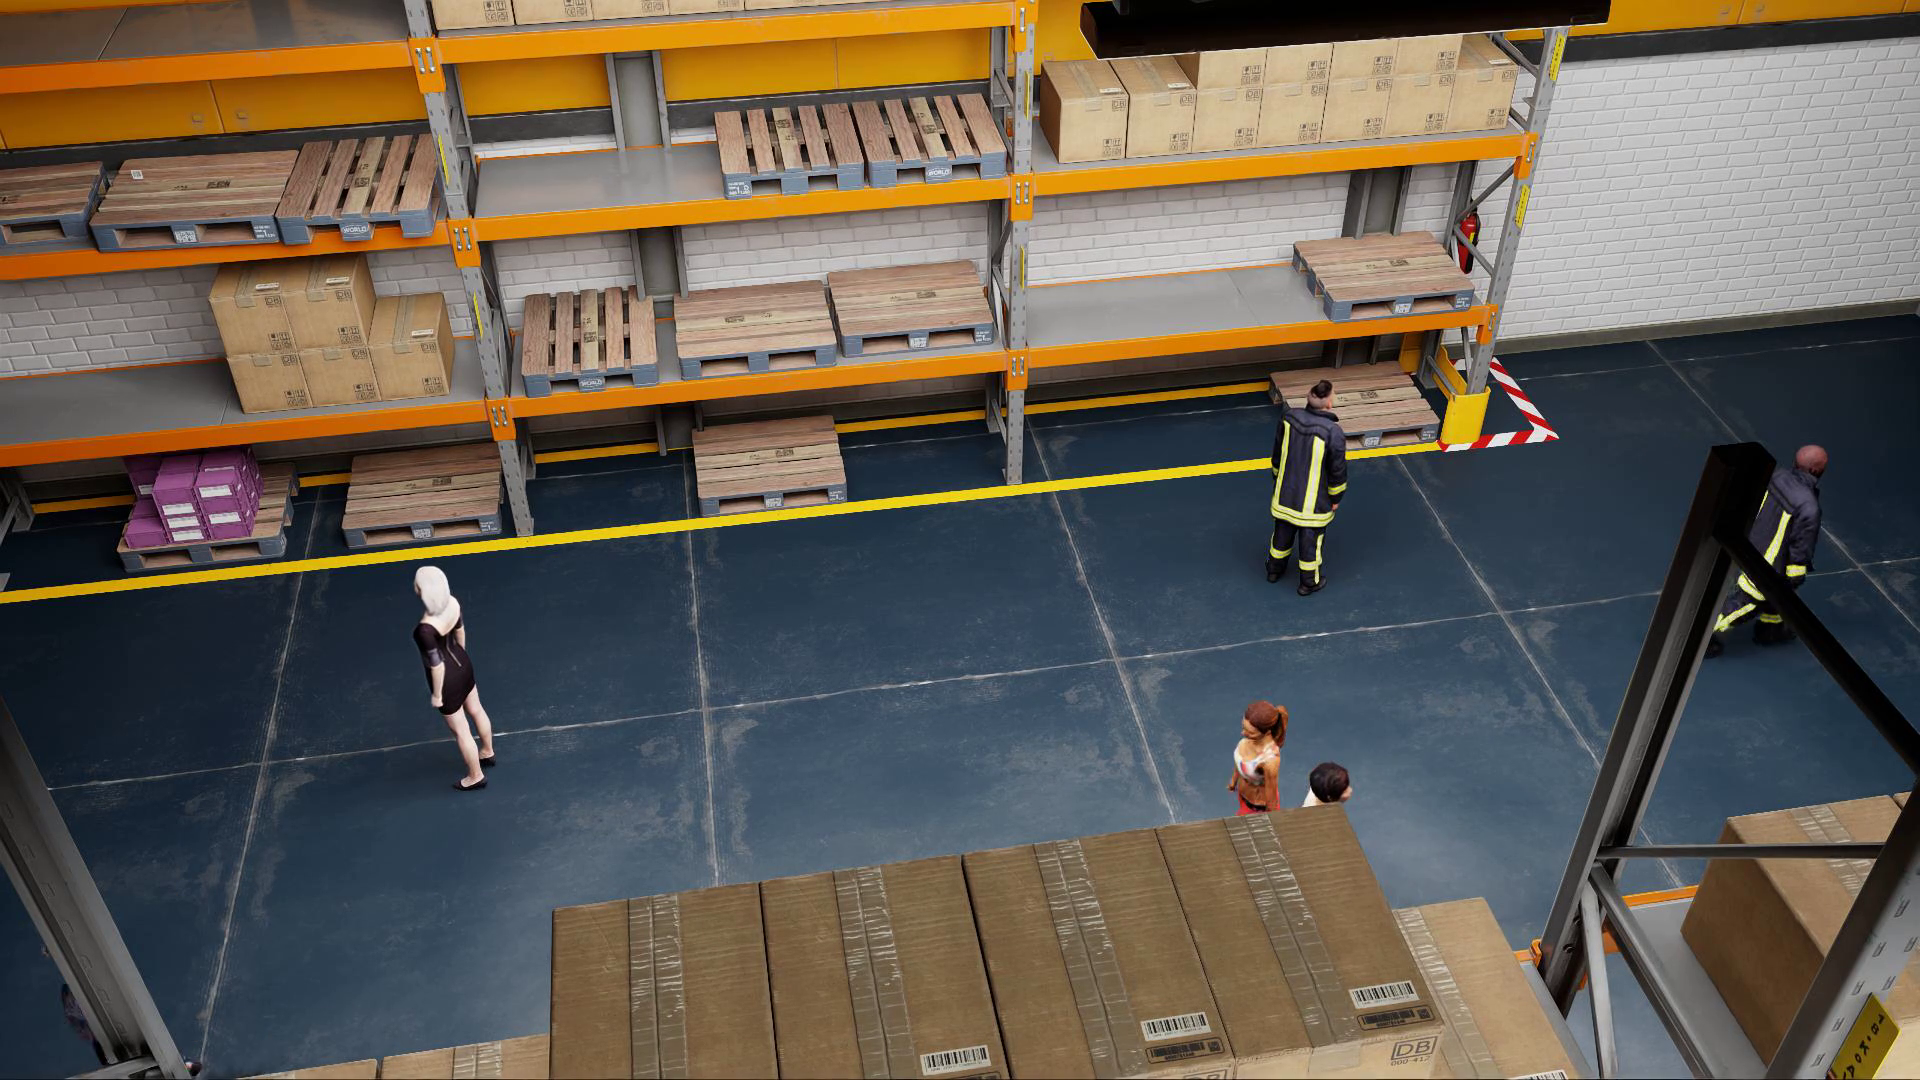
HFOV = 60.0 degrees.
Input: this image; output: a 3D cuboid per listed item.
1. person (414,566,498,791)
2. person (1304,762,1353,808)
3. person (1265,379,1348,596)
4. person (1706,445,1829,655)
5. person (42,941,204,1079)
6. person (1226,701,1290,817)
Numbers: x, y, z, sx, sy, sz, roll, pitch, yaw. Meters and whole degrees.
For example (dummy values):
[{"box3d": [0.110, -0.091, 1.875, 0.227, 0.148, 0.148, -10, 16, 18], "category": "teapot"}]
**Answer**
[{"box3d": [-3.264, 0.882, 10.711, 0.621, 1.830, 0.643, 8, 39, 9], "category": "person"}, {"box3d": [2.049, 1.887, 9.649, 0.610, 1.585, 0.648, 7, 39, 9], "category": "person"}, {"box3d": [2.565, -0.418, 12.315, 0.880, 1.860, 0.918, 28, 47, 31], "category": "person"}, {"box3d": [5.665, 0.112, 11.708, 1.182, 1.789, 0.830, -2, 39, -2], "category": "person"}, {"box3d": [-4.354, 2.538, 8.732, 0.796, 1.712, 0.701, -21, 43, -24], "category": "person"}, {"box3d": [1.849, 1.589, 9.895, 1.141, 1.744, 0.685, -2, 39, -2], "category": "person"}]
